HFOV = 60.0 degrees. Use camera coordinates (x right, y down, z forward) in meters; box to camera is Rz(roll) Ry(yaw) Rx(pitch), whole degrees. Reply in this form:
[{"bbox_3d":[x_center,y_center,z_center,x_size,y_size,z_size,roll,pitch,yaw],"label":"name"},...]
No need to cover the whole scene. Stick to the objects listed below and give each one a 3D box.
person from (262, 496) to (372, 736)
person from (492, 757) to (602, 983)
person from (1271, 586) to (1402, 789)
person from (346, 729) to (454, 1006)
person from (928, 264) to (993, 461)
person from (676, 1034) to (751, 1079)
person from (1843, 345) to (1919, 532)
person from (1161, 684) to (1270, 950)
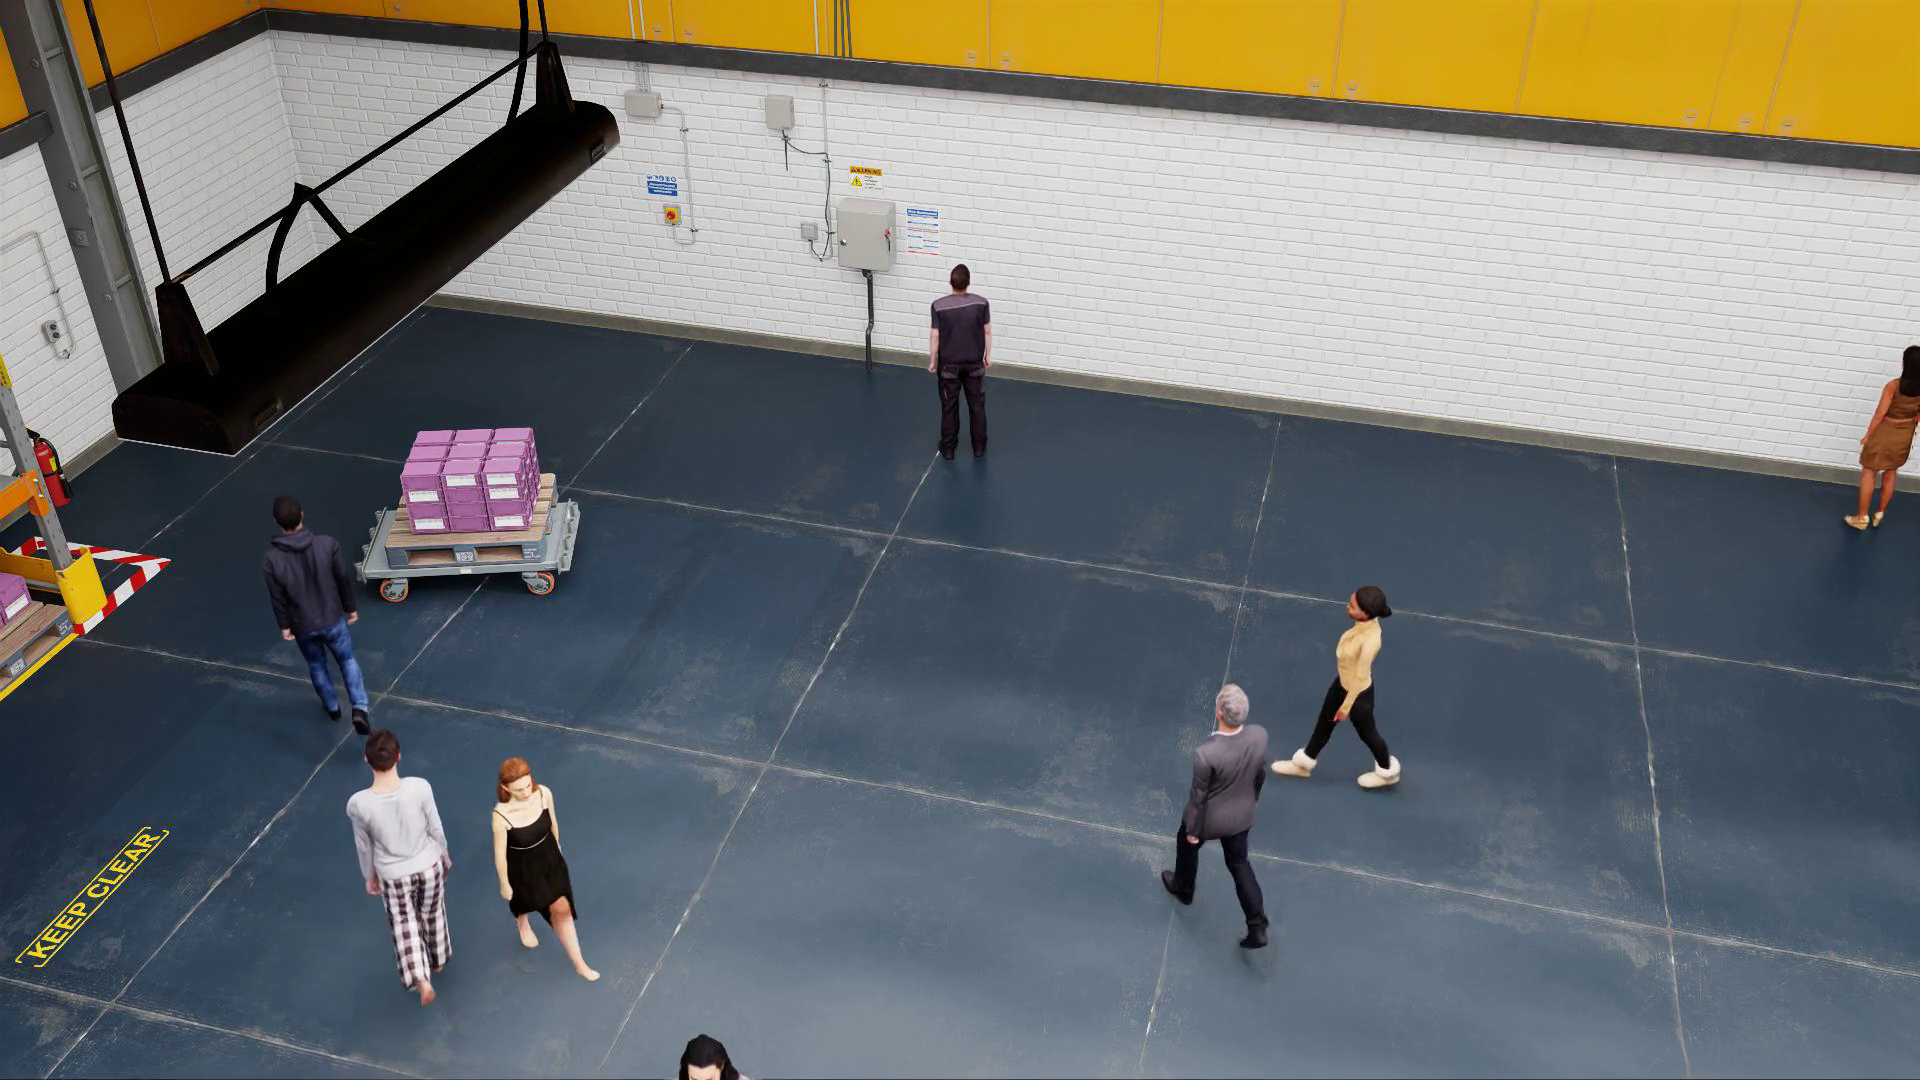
[{"bbox_3d":[-4.387,0.578,11.392,1.072,1.875,1.128,-19,38,-26],"label":"person"},{"bbox_3d":[-2.537,1.851,9.745,1.058,1.578,1.035,-25,41,-32],"label":"person"},{"bbox_3d":[2.689,1.013,10.967,0.817,1.621,1.082,2,34,4],"label":"person"},{"bbox_3d":[-3.121,1.908,9.440,0.932,1.820,1.031,-12,36,-18],"label":"person"},{"bbox_3d":[0.010,-1.564,14.641,0.791,1.845,0.731,-3,34,-5],"label":"person"},{"bbox_3d":[-1.148,2.921,8.033,0.912,1.691,1.166,-5,34,-8],"label":"person"},{"bbox_3d":[7.673,-0.832,13.690,0.673,1.679,0.645,-2,34,-3],"label":"person"},{"bbox_3d":[1.583,1.657,9.834,1.199,1.802,1.292,-15,37,-22],"label":"person"}]
